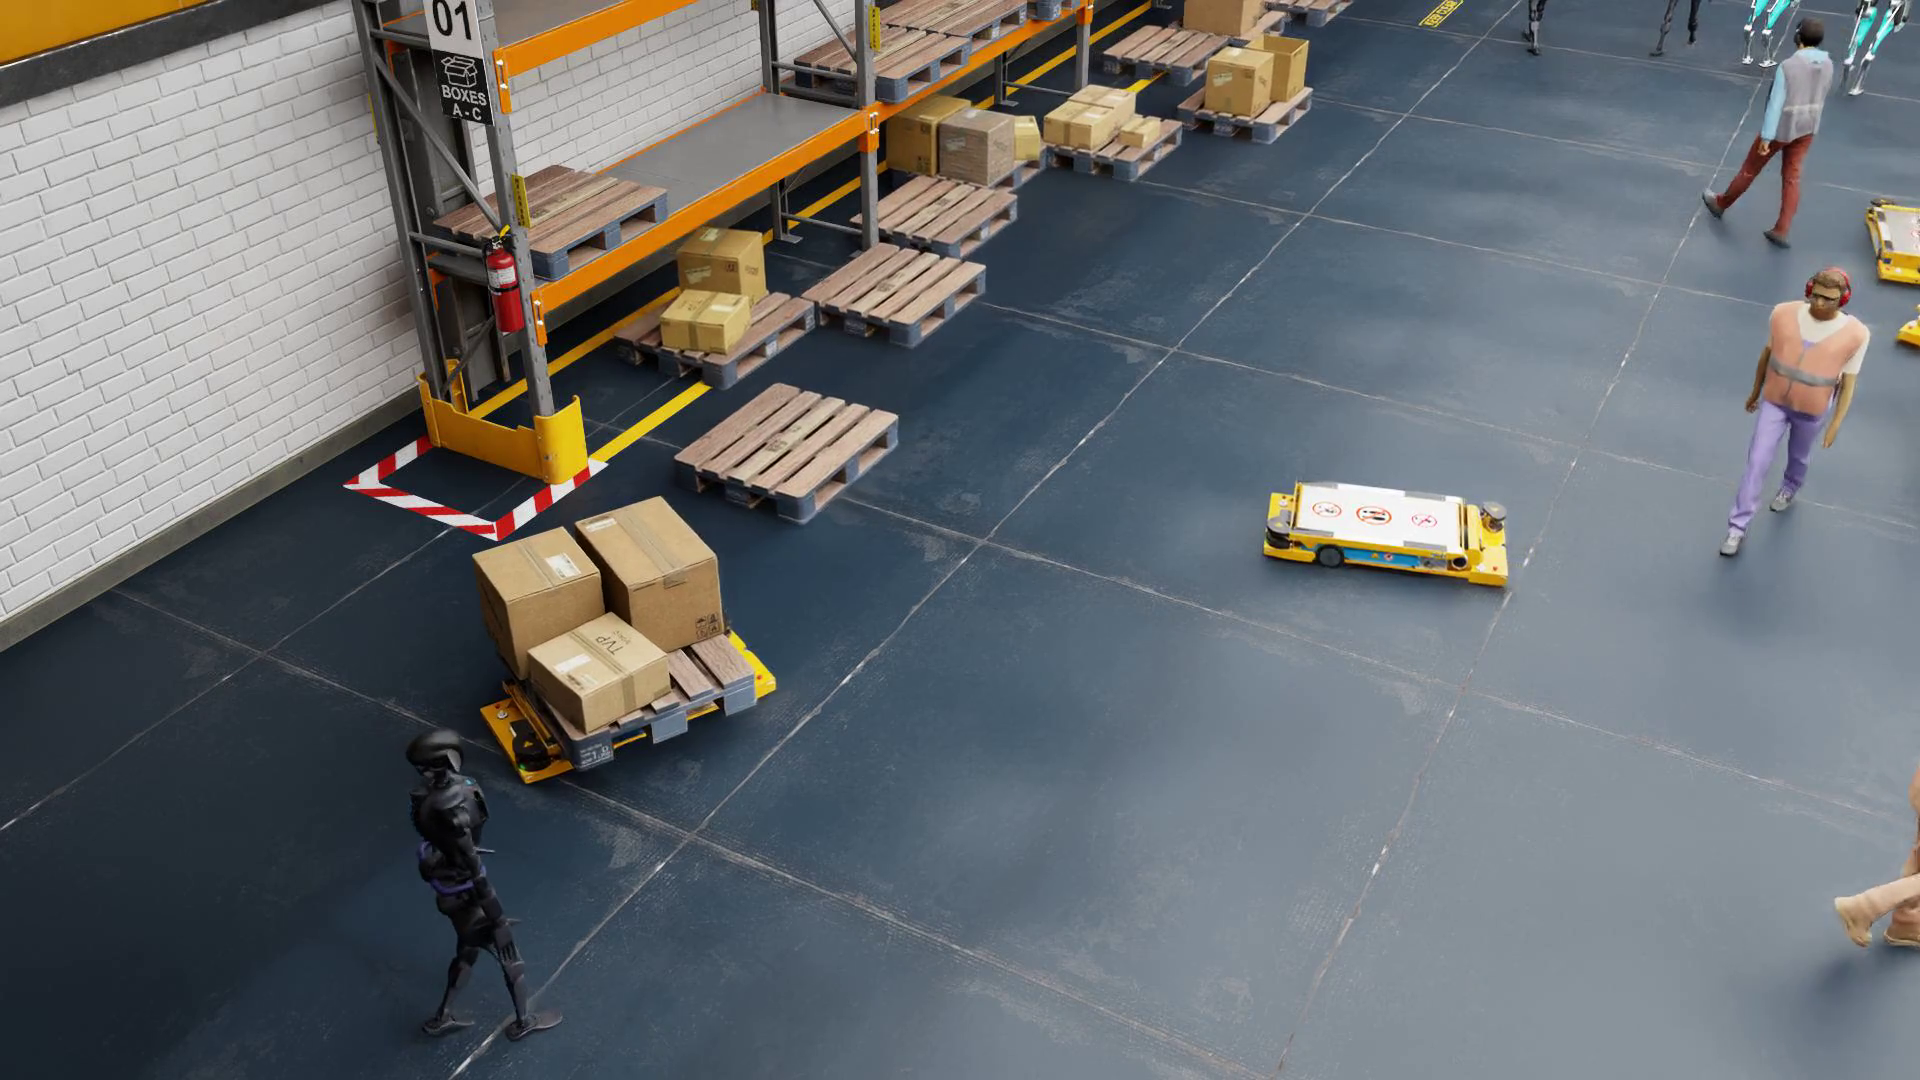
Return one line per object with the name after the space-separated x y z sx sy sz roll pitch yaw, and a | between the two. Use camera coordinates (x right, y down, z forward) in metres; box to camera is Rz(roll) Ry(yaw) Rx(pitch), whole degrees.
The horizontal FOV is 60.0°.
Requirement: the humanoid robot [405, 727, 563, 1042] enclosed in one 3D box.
-2.037 1.419 6.751 0.513 1.660 0.601 -20 38 -27 | humanoid robot

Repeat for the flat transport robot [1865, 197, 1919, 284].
8.002 -2.480 13.901 0.659 0.231 1.431 11 35 16 | flat transport robot

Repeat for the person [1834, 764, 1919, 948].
4.220 1.128 7.112 0.489 1.731 0.496 4 34 5 | person

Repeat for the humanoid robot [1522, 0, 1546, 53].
6.450 -6.263 18.393 0.609 1.632 0.752 -5 34 -8 | humanoid robot

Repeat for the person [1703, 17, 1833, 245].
6.895 -3.478 13.994 0.556 1.827 0.963 -5 34 -8 | person

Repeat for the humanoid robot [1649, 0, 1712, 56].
8.016 -6.141 18.217 0.583 1.645 0.762 25 41 33 | humanoid robot

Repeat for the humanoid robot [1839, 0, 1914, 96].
9.247 -5.263 16.832 0.536 1.836 0.750 28 43 36 | humanoid robot

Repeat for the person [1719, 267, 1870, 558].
5.050 -0.834 10.023 0.571 1.800 0.984 24 40 31 | person

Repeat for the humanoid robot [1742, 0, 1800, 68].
8.551 -5.811 17.487 0.533 1.677 0.735 28 43 35 | humanoid robot

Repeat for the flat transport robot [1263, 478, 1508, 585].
2.617 -0.055 10.231 1.431 0.231 0.659 7 34 11 | flat transport robot

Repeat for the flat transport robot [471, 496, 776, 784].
-1.773 0.816 8.914 1.431 0.231 0.659 -20 38 -27 | flat transport robot

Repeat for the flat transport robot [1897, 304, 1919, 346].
7.831 -1.736 12.775 1.431 0.231 0.659 -28 43 -35 | flat transport robot
